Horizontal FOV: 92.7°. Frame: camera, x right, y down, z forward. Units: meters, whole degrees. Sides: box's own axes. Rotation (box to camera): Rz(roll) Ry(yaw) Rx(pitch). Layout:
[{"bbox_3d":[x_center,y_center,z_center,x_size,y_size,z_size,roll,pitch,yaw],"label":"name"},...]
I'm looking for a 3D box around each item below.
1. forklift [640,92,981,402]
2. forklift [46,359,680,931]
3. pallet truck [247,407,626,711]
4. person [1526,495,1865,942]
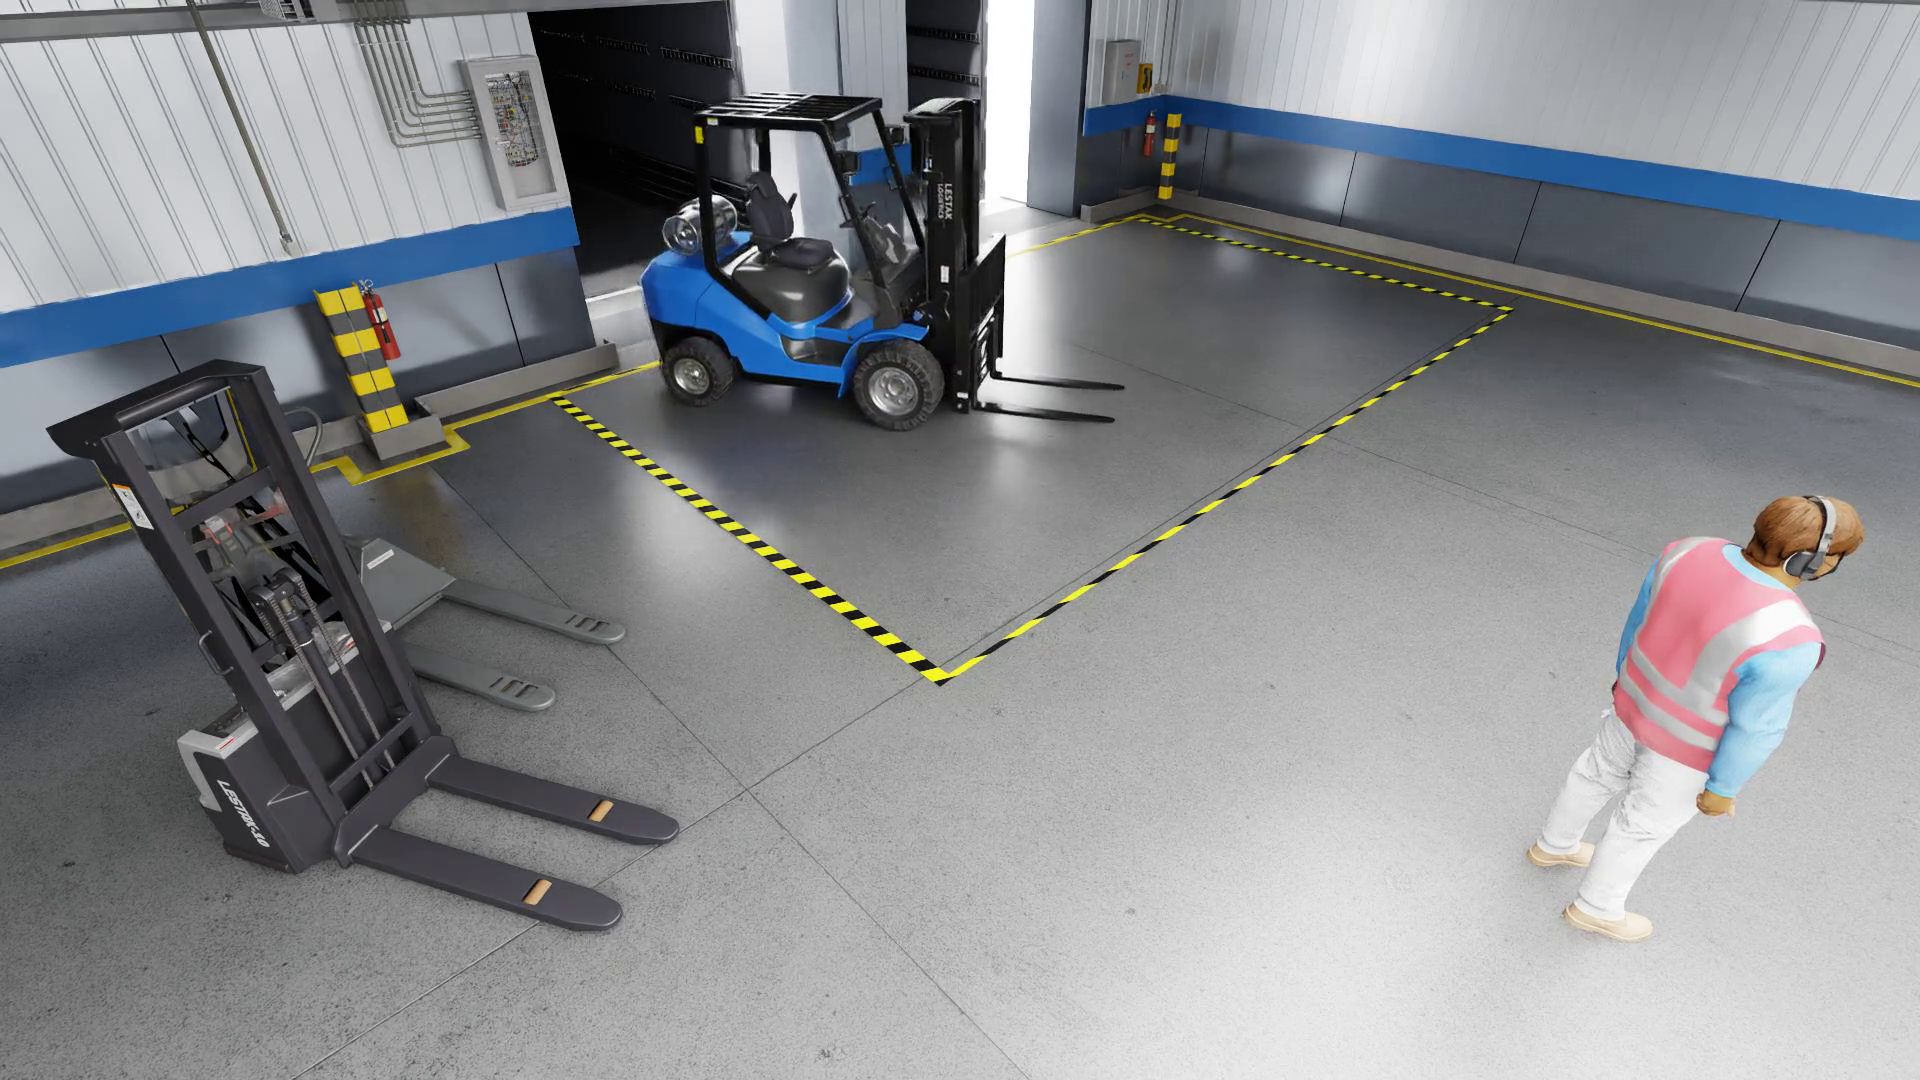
[{"bbox_3d":[-1.085,-2.243,6.952,2.680,2.036,1.157,9,35,13],"label":"forklift"},{"bbox_3d":[-2.135,0.422,3.354,1.885,1.965,0.823,10,35,14],"label":"forklift"},{"bbox_3d":[-2.628,0.038,4.590,1.601,1.201,0.680,12,36,18],"label":"pallet truck"},{"bbox_3d":[2.492,0.644,3.168,0.429,1.837,0.628,1,34,2],"label":"person"}]
